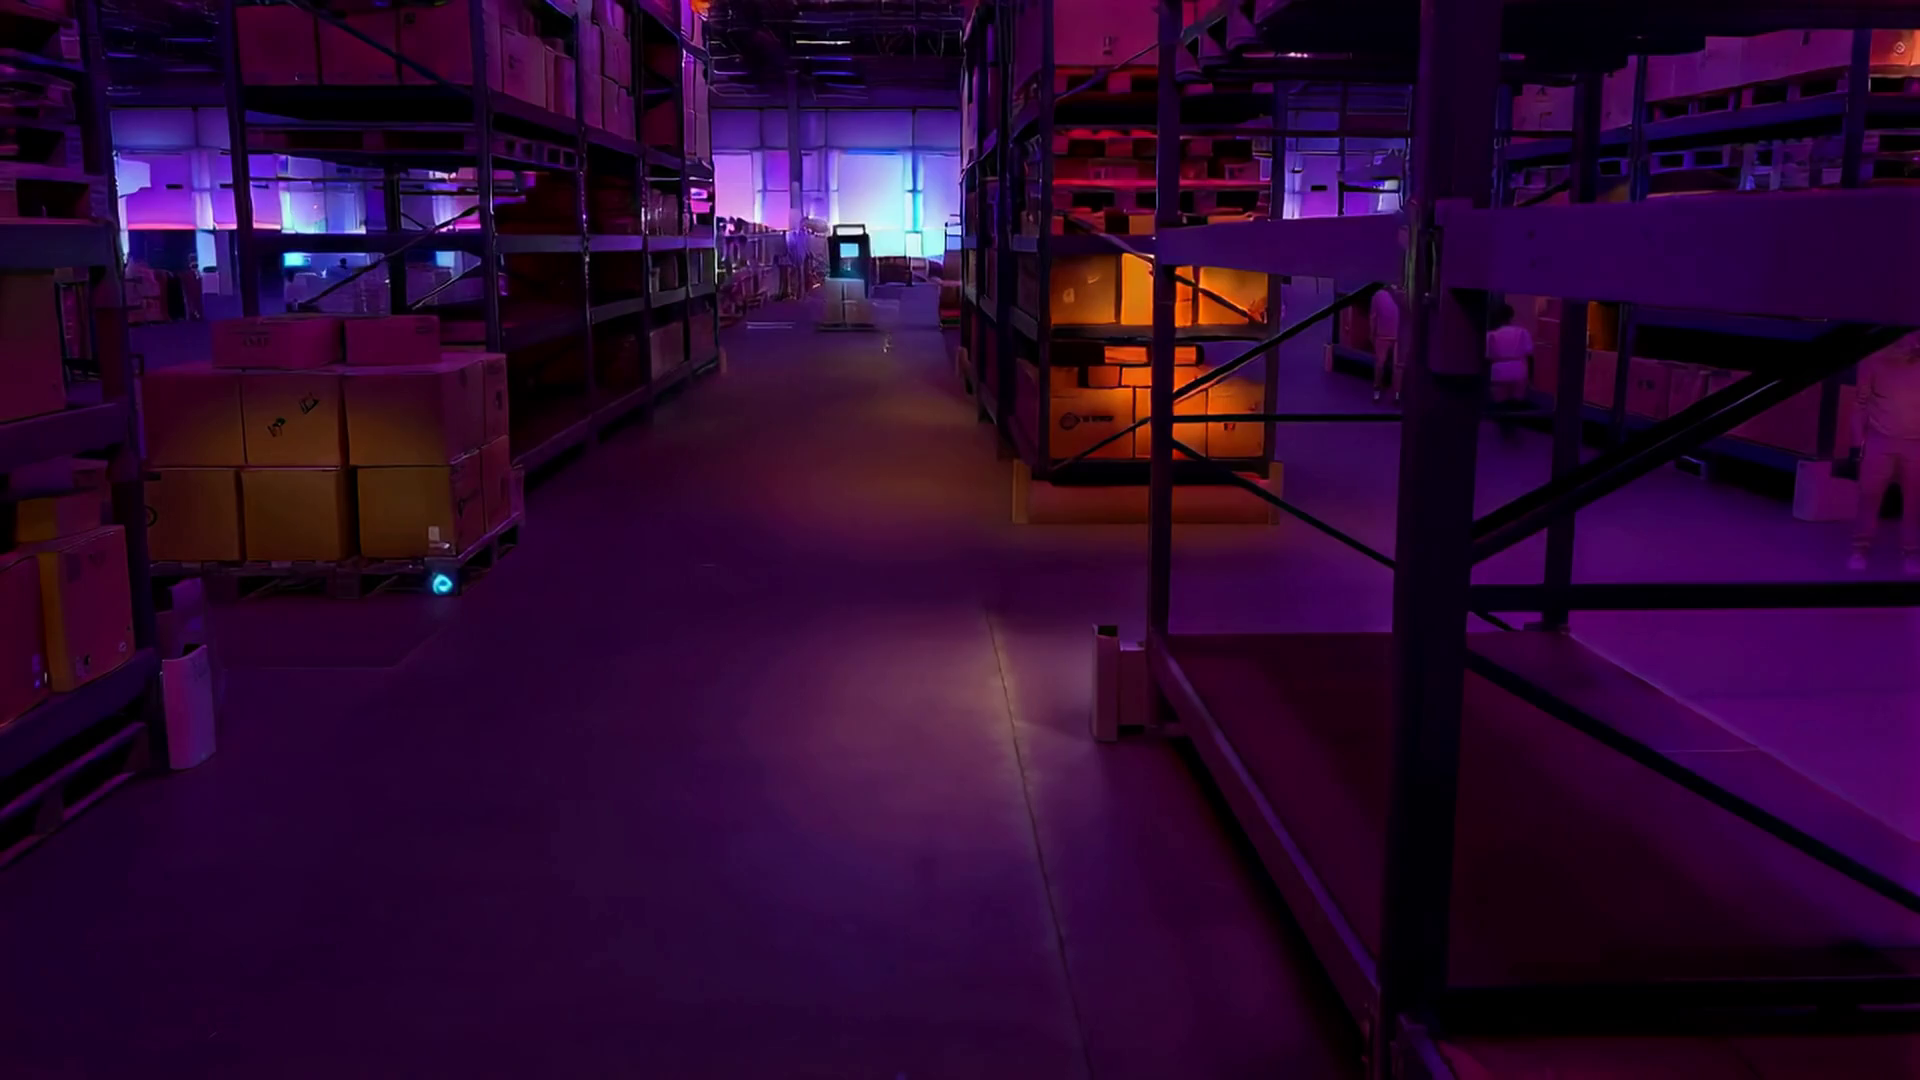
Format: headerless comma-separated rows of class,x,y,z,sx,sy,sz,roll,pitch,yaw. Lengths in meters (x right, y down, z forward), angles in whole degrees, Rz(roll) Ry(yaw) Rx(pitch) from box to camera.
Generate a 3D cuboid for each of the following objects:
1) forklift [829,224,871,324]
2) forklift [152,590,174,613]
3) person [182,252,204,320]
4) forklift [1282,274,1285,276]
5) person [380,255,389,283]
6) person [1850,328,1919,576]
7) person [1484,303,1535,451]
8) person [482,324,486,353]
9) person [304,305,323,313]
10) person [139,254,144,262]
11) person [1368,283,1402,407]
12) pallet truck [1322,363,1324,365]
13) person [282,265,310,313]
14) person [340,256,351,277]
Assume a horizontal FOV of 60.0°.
forklift,-3.019,-7.286,45.710,1.129,2.768,1.873,0,10,-2
forklift,-5.858,-0.811,9.639,1.873,2.768,1.129,-1,10,-3
person,-23.003,-7.605,49.829,0.687,2.000,0.538,7,12,33
forklift,12.179,-10.613,64.245,1.129,2.768,1.873,0,10,-2
person,-21.438,-9.764,62.283,0.598,1.894,0.582,2,10,12
person,6.638,-0.694,11.738,0.647,1.899,0.398,5,11,26
person,6.113,-1.804,18.533,0.589,1.665,0.543,3,11,16
person,-9.642,-4.648,34.547,0.710,1.611,0.513,-4,11,-23
person,-6.832,-1.686,17.894,0.584,1.654,0.659,-6,12,-31
person,-34.284,-11.030,69.491,0.822,1.839,0.543,-2,10,-8
person,6.127,-2.855,23.659,0.635,1.935,0.350,2,10,12
pallet truck,7.712,-4.157,30.737,1.885,1.965,0.823,3,11,16
person,-12.506,-4.244,31.494,1.005,1.911,0.659,5,11,26
person,-20.253,-8.443,54.930,0.358,1.885,0.572,-3,11,-16
